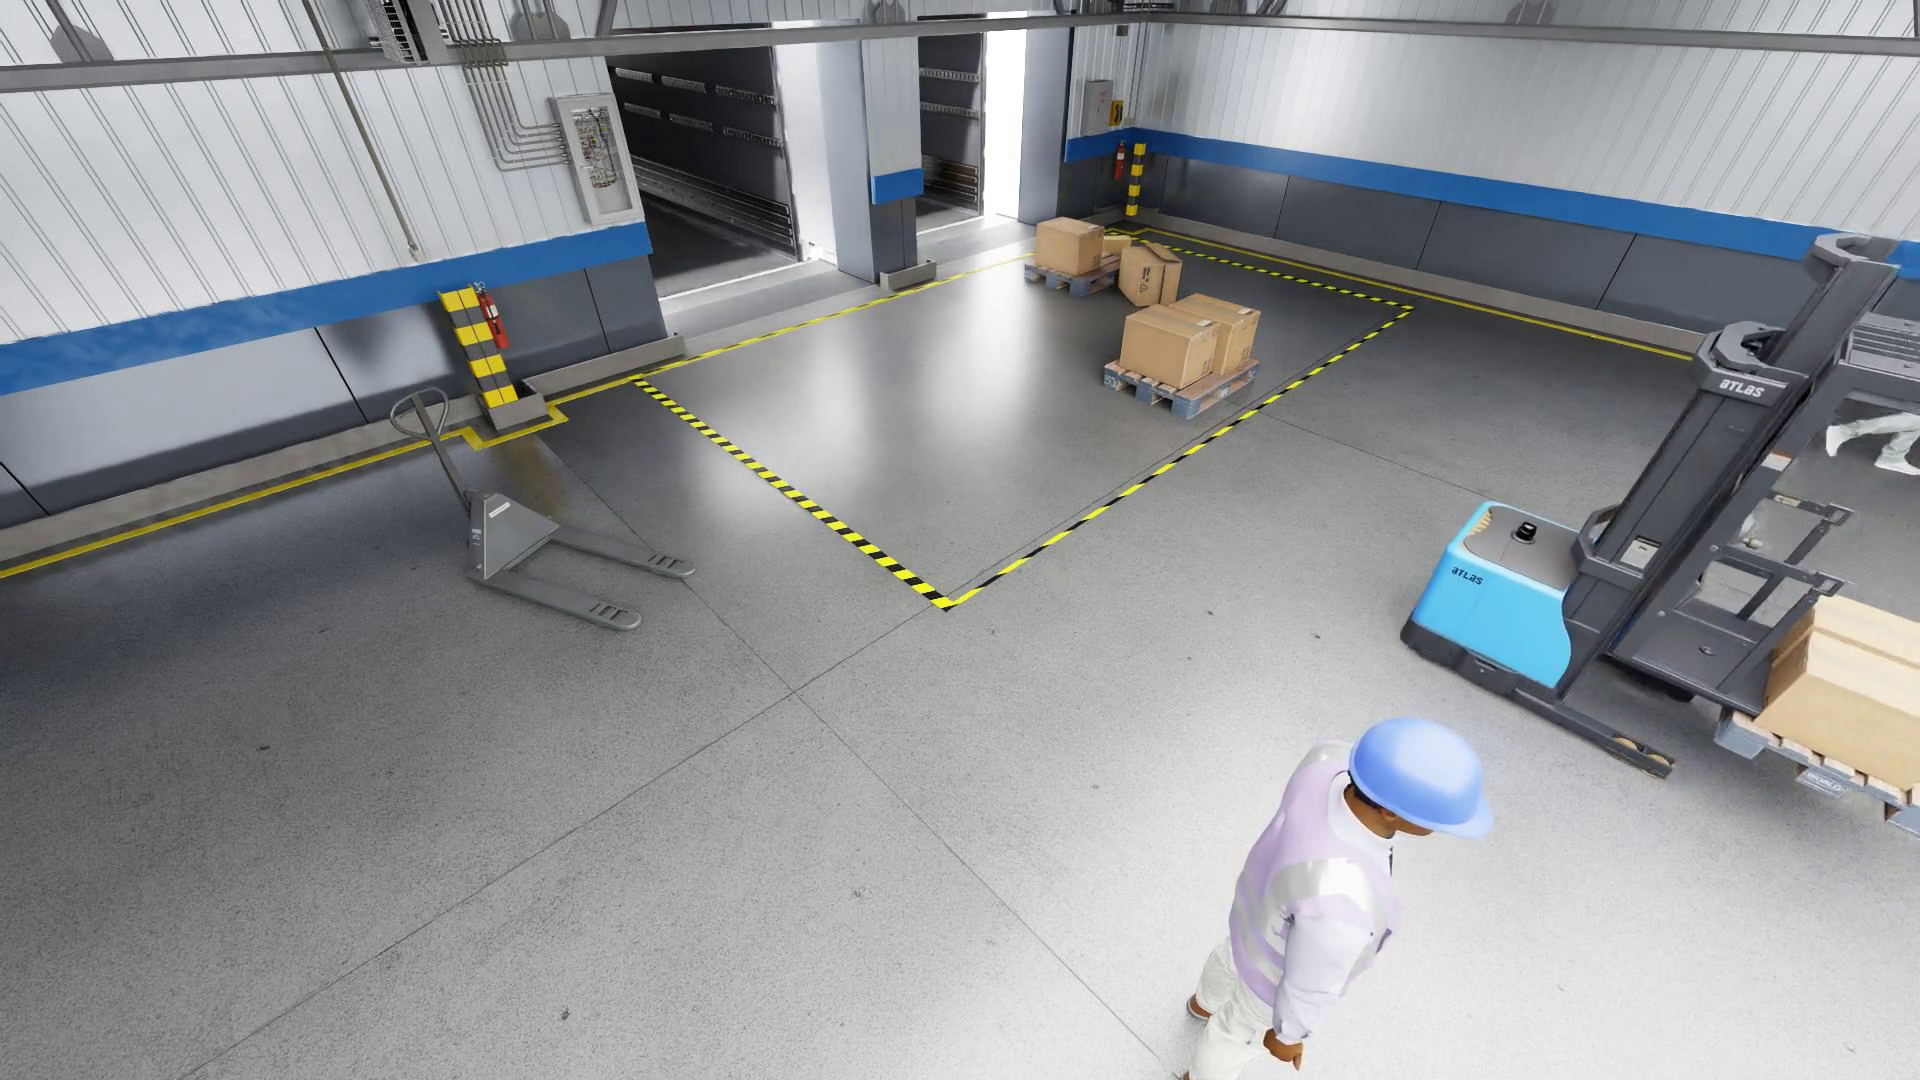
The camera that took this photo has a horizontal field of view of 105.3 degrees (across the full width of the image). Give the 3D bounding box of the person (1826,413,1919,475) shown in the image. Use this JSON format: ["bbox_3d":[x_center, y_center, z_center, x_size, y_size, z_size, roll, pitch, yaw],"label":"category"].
[{"bbox_3d":[7.465,-1.300,5.556,0.697,1.712,0.489,24,44,27],"label":"person"}]

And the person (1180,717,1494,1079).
[{"bbox_3d":[0.993,1.179,2.169,0.402,1.945,0.614,14,40,17],"label":"person"}]

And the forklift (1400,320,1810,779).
[{"bbox_3d":[3.196,-0.114,3.766,0.716,2.013,0.776,-31,47,-33],"label":"forklift"}]

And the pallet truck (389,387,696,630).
[{"bbox_3d":[-2.613,-0.247,4.593,1.601,1.201,0.680,14,40,17],"label":"pallet truck"}]
